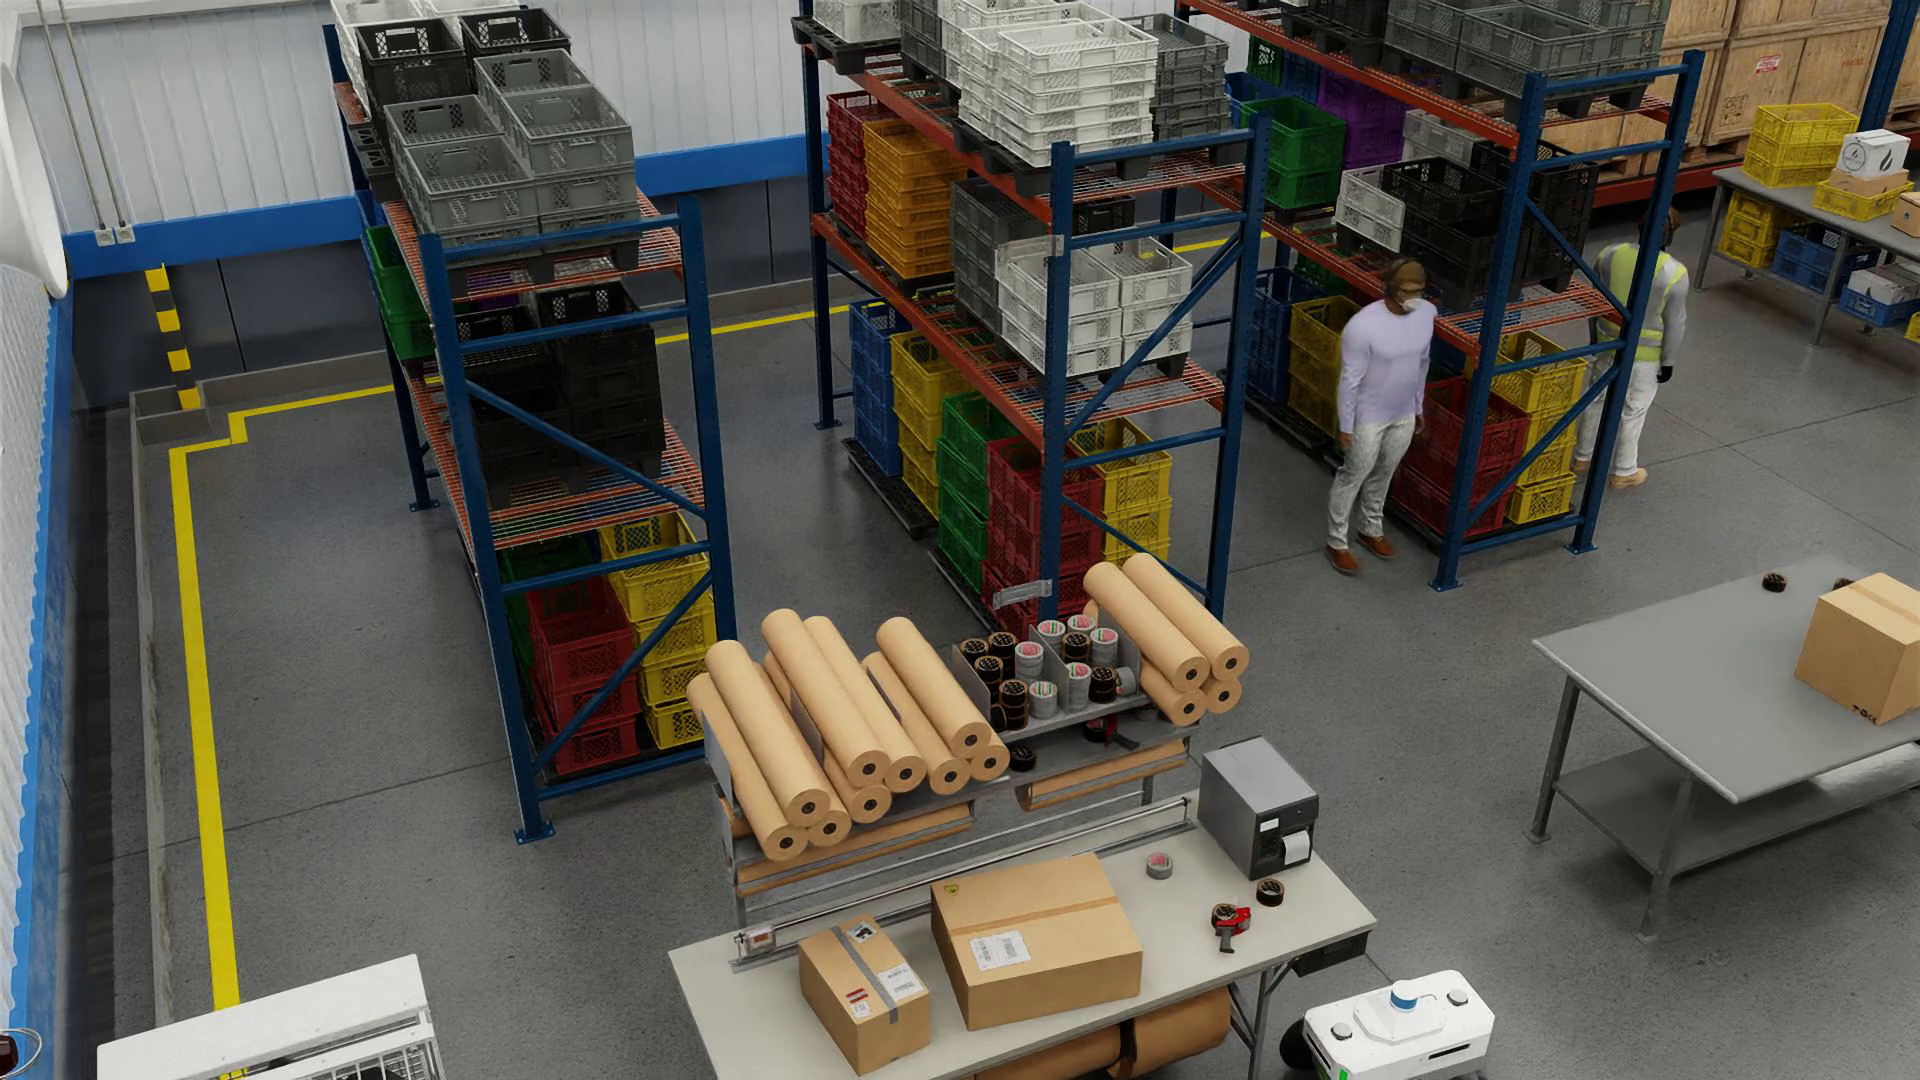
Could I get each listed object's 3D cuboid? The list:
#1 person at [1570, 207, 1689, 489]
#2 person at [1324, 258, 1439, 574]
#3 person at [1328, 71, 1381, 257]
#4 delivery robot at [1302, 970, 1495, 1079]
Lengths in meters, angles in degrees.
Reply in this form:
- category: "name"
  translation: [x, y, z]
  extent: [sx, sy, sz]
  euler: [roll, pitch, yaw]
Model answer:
- category: "person"
  translation: [4.212, -1.211, 10.424]
  extent: [0.429, 1.844, 0.627]
  euler: [-23, 39, -33]
- category: "person"
  translation: [2.414, -0.721, 9.537]
  extent: [0.635, 1.936, 0.354]
  euler: [-16, 35, -24]
- category: "person"
  translation: [3.202, -3.183, 13.587]
  extent: [0.586, 1.881, 0.342]
  euler: [-18, 36, -26]
- category: "delivery robot"
  translation: [1.702, 1.920, 6.472]
  extent: [0.707, 0.478, 0.477]
  euler: [-10, 33, -16]
